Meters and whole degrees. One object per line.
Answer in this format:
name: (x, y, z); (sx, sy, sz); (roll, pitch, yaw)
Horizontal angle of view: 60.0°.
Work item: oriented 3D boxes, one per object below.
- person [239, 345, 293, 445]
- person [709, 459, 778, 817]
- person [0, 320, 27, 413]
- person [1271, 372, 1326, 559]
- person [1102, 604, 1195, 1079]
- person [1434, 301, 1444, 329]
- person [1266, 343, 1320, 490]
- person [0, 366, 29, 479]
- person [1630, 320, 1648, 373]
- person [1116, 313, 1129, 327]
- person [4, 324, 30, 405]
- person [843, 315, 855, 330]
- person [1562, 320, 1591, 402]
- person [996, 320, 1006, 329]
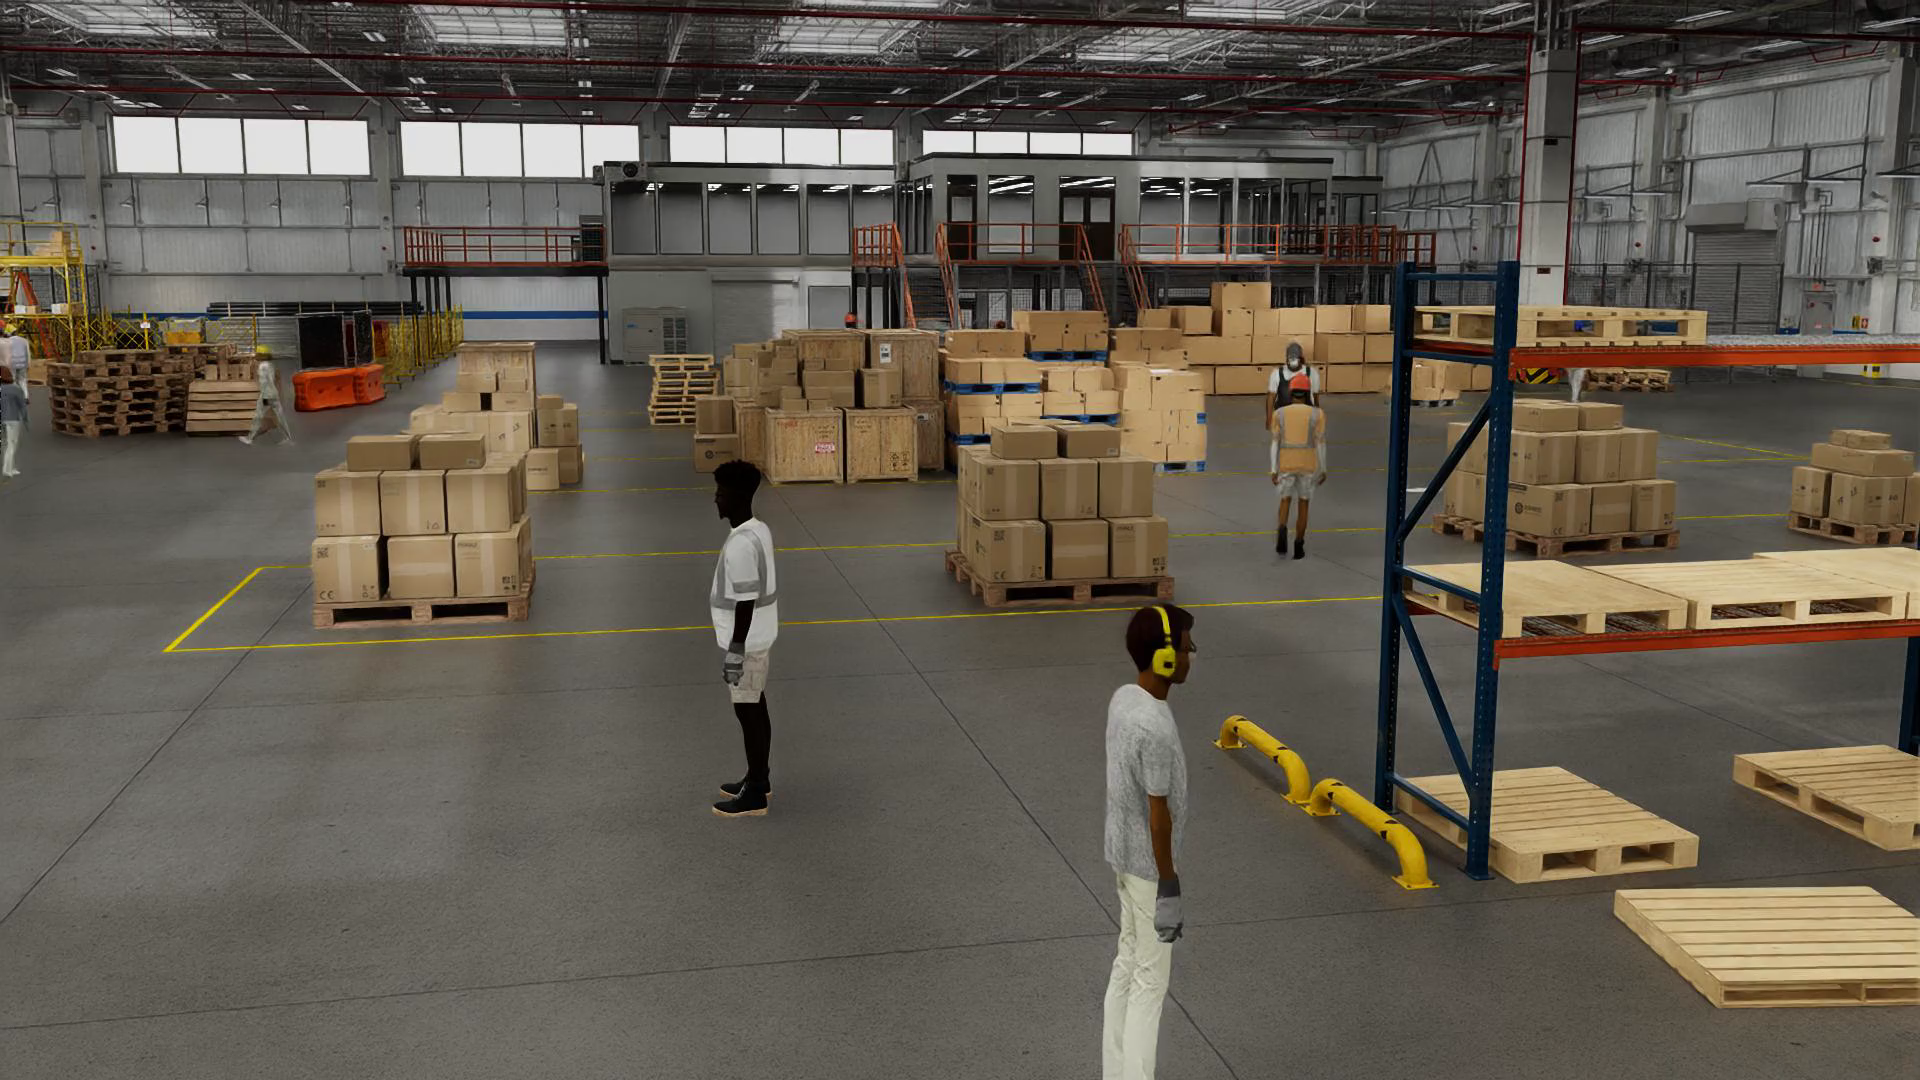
person: (-11.746, -2.443, 28.125); (0.916, 1.692, 0.505); (1, 9, 8)
person: (-1.190, 0.534, 9.149); (0.365, 1.965, 0.608); (0, 9, 0)
person: (-19.571, -3.510, 33.888); (0.622, 1.947, 1.023); (1, 9, 7)
person: (3.500, -0.763, 17.188); (0.561, 1.924, 0.407); (3, 10, 20)
person: (0.664, 1.140, 5.759); (0.313, 1.866, 0.538); (-2, 9, -10)
person: (17.145, -7.672, 59.646); (0.619, 1.799, 0.950); (-3, 10, -19)
person: (4.537, -1.730, 22.719); (0.697, 2.000, 1.036); (3, 10, 16)
person: (-13.641, -1.684, 23.772); (0.516, 1.609, 0.769); (-2, 9, -10)
person: (19.010, -5.555, 46.675); (0.786, 1.831, 0.523); (5, 10, 27)
person: (4.189, -4.899, 42.646); (0.351, 1.841, 0.507); (-8, 12, -41)
person: (-20.288, -3.744, 35.720); (0.421, 1.801, 0.625); (7, 11, 35)
person: (-2.527, -4.202, 38.149); (0.447, 1.918, 0.581); (6, 11, 34)
person: (12.836, -3.599, 34.522); (0.884, 1.920, 0.625); (-7, 12, -37)
person: (0.793, -3.803, 35.882); (0.595, 1.869, 0.597); (4, 10, 23)
